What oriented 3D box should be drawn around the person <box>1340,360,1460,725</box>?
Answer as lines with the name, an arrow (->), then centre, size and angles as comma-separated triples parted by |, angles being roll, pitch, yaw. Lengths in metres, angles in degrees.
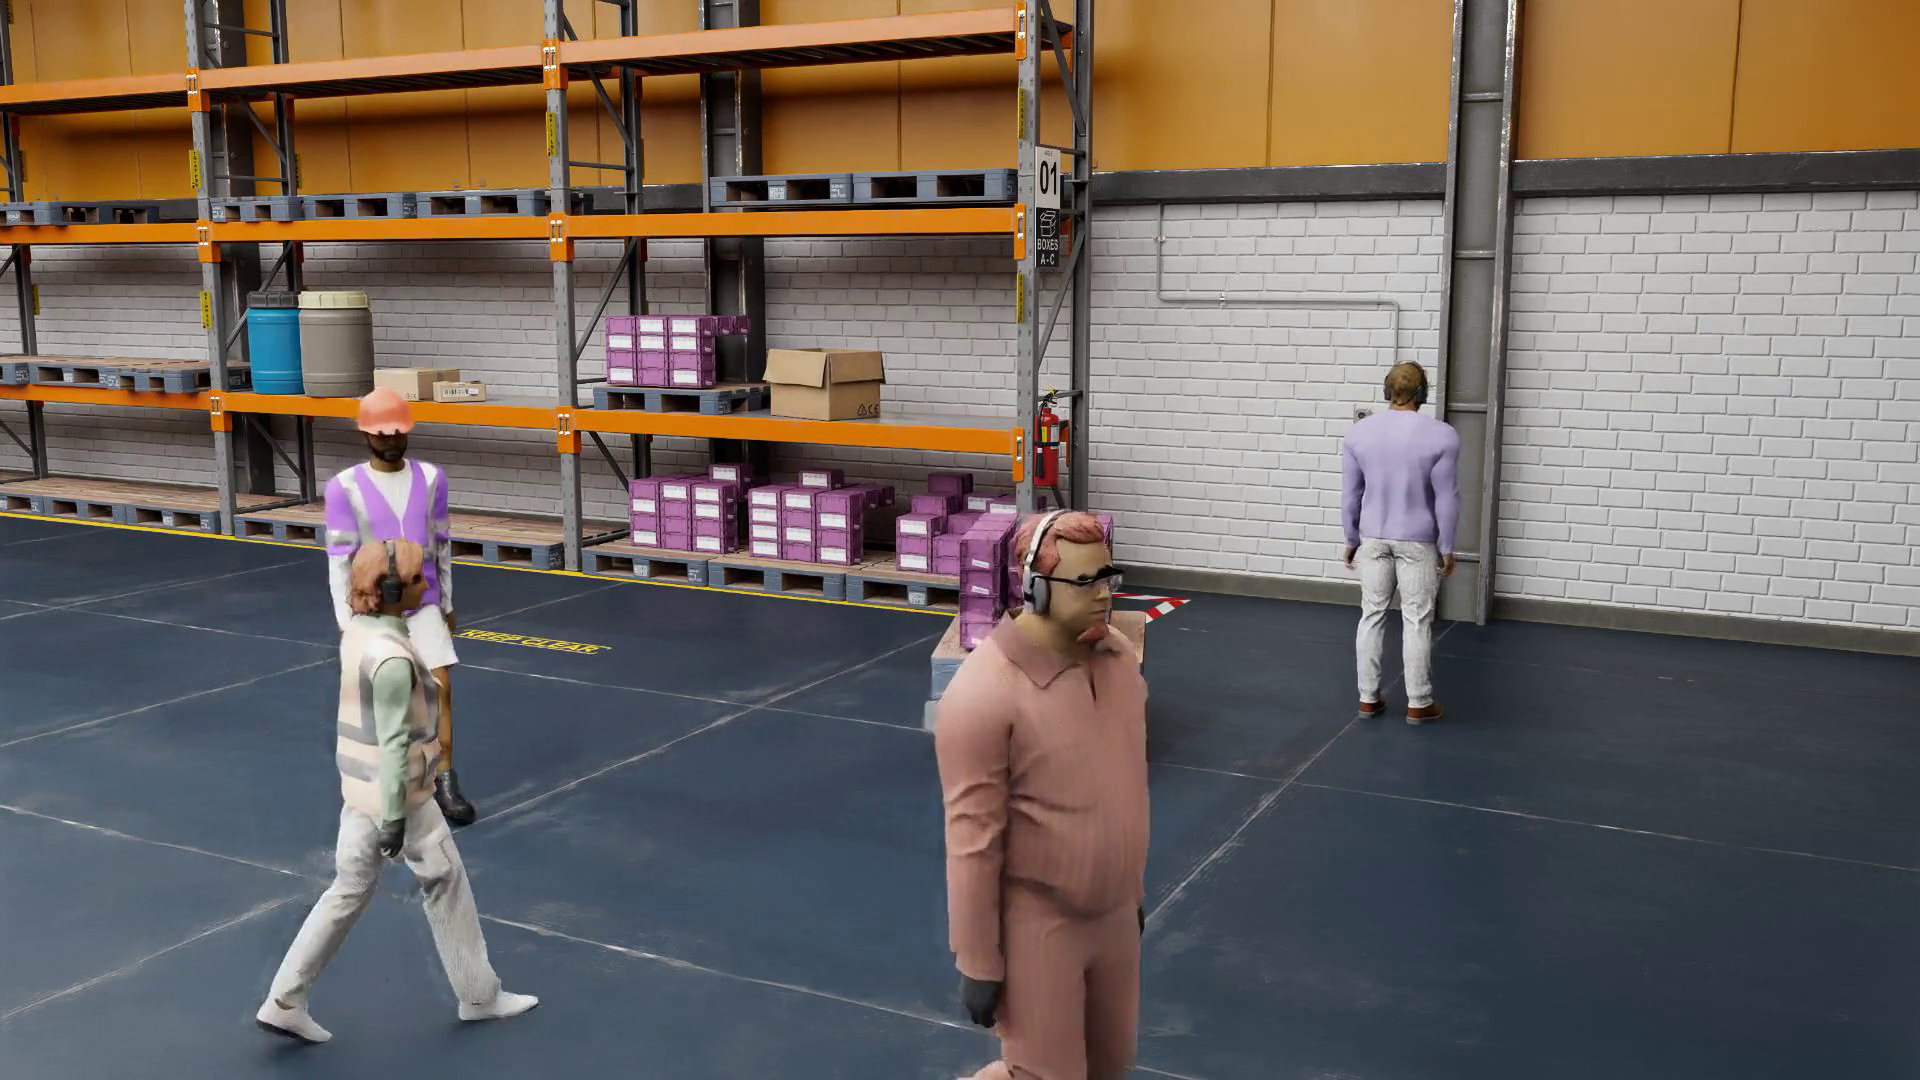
person -> 2.339, 0.018, 8.874 | 0.640, 1.935, 0.353 | 6, 11, 33

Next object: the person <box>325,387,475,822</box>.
person -> -2.407, 0.300, 7.212 | 0.565, 1.901, 0.831 | -7, 11, -36

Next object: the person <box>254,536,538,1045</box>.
person -> -1.810, 0.783, 5.165 | 0.826, 1.605, 0.515 | -6, 11, -34

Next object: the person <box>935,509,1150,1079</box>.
person -> 0.174, 0.850, 3.882 | 0.673, 1.893, 0.647 | 8, 12, 41
